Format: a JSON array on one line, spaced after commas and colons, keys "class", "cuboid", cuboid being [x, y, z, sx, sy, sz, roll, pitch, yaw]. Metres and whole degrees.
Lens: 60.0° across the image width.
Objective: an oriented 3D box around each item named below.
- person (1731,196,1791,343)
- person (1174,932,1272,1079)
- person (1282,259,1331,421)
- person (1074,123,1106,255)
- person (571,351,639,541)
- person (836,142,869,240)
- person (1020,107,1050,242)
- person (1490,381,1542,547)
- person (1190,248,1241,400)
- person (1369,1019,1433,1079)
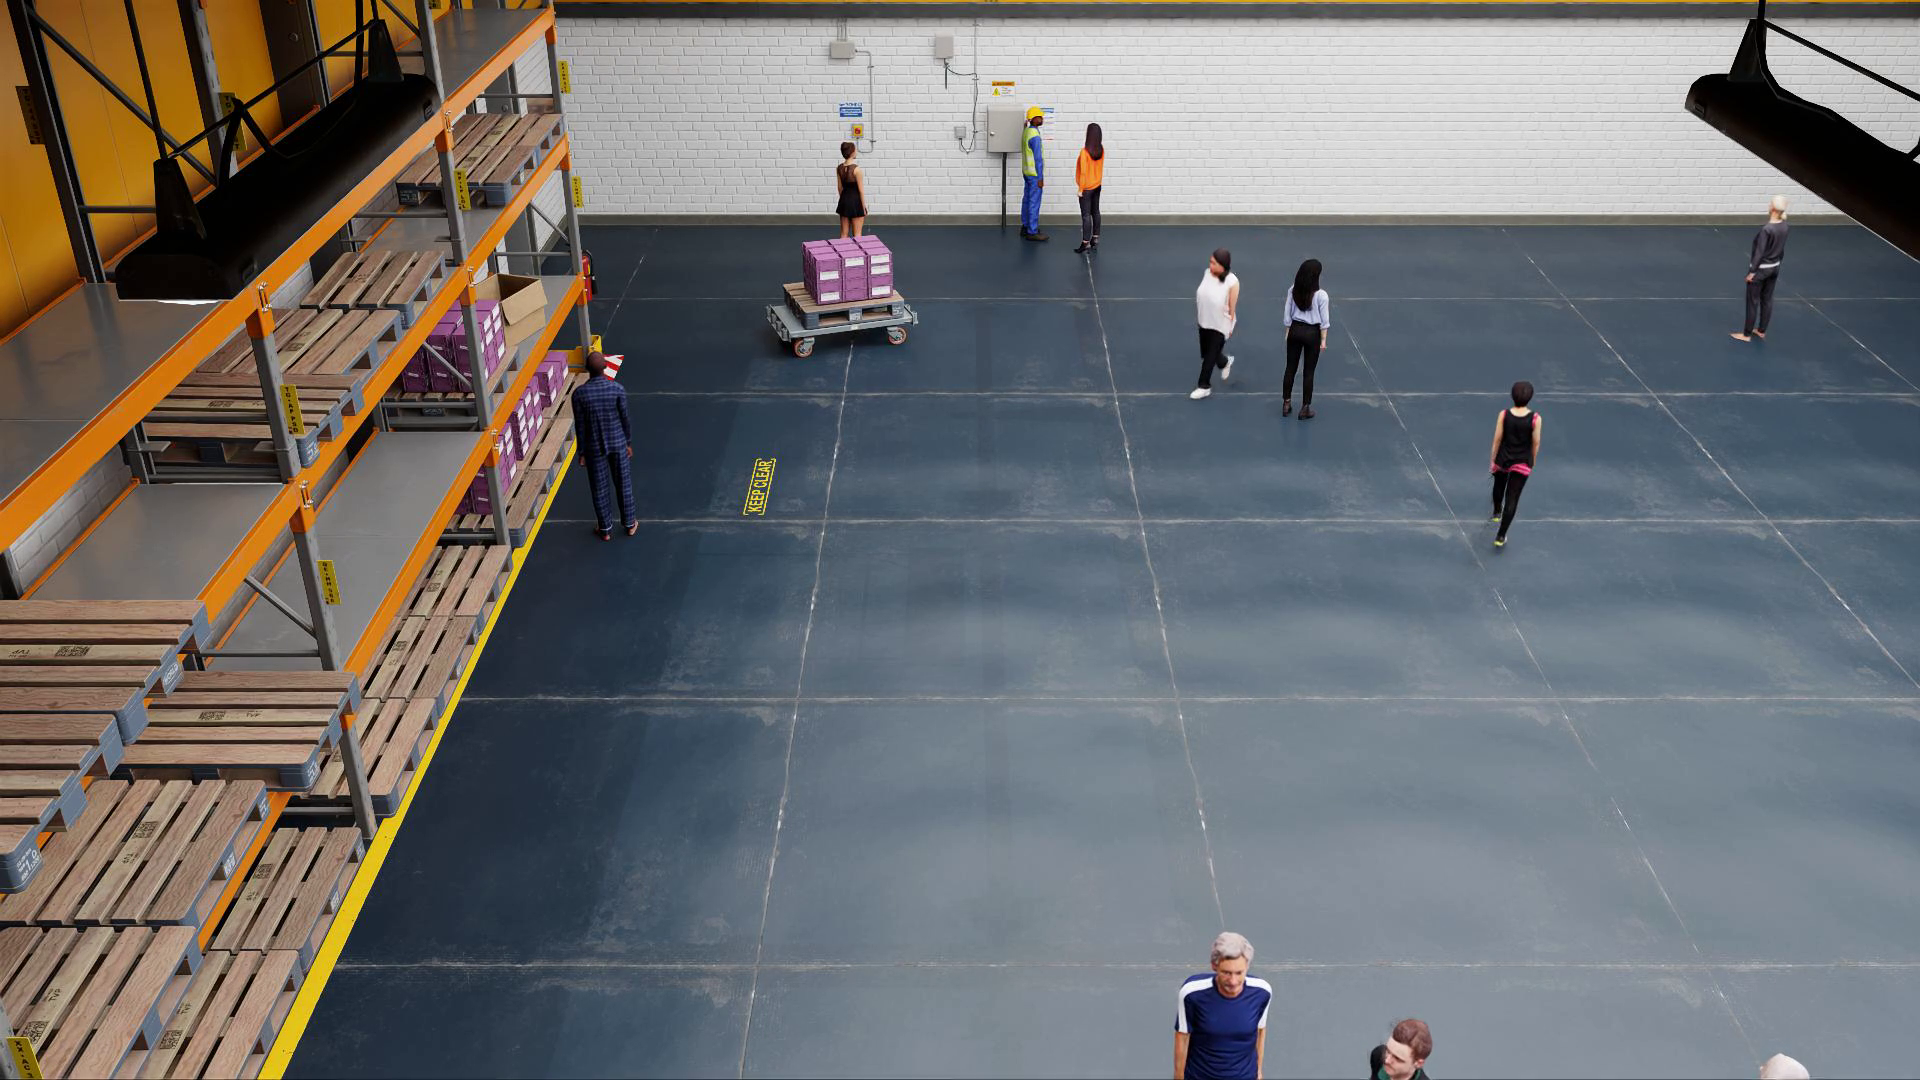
[{"class": "person", "cuboid": [9.430, -3.188, 19.479, 0.688, 1.726, 0.669, -13, 31, -22]}, {"class": "person", "cuboid": [1.318, 2.725, 8.522, 0.656, 1.839, 0.587, -3, 29, -6]}, {"class": "person", "cuboid": [3.617, -2.122, 17.507, 0.727, 1.743, 0.743, 18, 33, 30]}, {"class": "person", "cuboid": [1.750, -4.719, 22.262, 0.766, 1.749, 0.685, 21, 35, 33]}, {"class": "person", "cuboid": [-3.227, -0.867, 15.128, 0.739, 1.818, 0.714, -11, 30, -19]}, {"class": "person", "cuboid": [-1.423, -4.373, 21.708, 0.677, 1.674, 0.716, 18, 33, 30]}, {"class": "person", "cuboid": [1.006, -5.030, 22.766, 0.786, 1.813, 0.605, -7, 29, -13]}, {"class": "person", "cuboid": [5.006, -0.675, 15.093, 0.862, 1.514, 1.093, 15, 32, 25]}, {"class": "person", "cuboid": [2.803, -2.369, 18.039, 1.005, 1.668, 0.997, -17, 33, -28]}, {"class": "person", "cuboid": [2.099, 2.999, 8.023, 0.771, 1.836, 0.626, -10, 30, -18]}]
